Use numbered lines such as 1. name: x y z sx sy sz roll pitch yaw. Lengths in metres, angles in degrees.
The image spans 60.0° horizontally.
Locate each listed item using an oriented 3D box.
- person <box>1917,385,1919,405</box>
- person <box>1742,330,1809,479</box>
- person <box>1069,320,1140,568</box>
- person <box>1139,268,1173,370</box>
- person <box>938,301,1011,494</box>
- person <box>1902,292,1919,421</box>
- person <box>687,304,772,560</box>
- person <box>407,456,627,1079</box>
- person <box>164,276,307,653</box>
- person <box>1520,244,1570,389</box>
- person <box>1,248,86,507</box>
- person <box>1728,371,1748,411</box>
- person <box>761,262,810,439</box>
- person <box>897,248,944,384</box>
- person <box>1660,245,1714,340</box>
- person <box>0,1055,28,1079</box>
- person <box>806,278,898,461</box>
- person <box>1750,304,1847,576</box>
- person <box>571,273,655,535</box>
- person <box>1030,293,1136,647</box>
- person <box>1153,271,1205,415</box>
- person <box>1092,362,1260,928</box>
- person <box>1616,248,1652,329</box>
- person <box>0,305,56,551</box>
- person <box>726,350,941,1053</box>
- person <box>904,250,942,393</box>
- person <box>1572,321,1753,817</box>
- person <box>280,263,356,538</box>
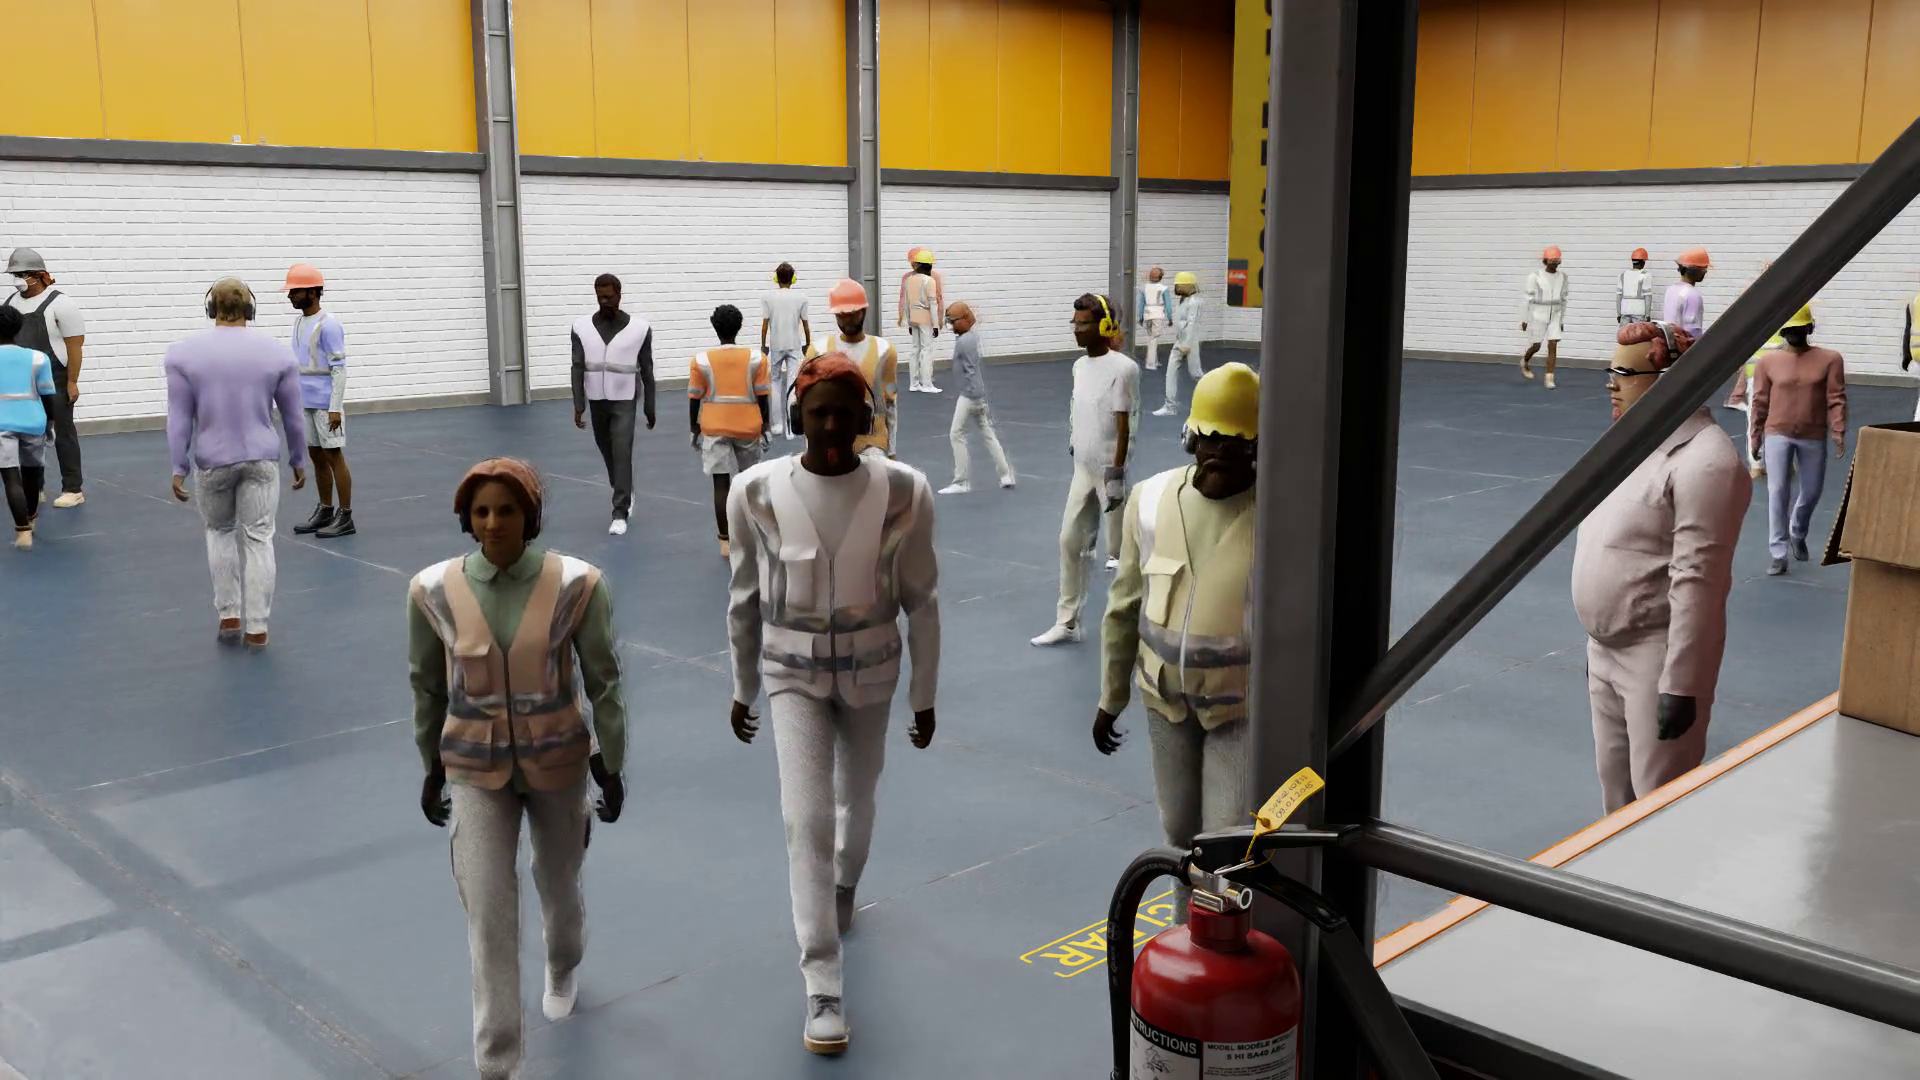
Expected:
1. person: 12.137 -2.573 20.603 0.730 1.894 0.444 -5 12 -27
2. person: 7.229 -1.454 14.772 0.638 1.790 0.833 10 14 43
3. person: 0.920 -0.637 10.731 0.500 1.633 0.280 8 13 36
4. person: 3.159 -3.516 26.459 0.535 1.609 0.690 9 14 40
5. person: 0.154 -1.179 13.788 0.617 1.604 0.554 1 10 4
6. person: 9.845 -1.833 16.715 0.531 1.827 0.660 -4 11 -19
7. person: -1.541 -0.731 11.106 0.553 1.665 0.691 -2 11 -11
8. person: -1.114 0.570 4.235 0.525 1.599 0.839 -2 11 -10
9. person: -3.735 -0.398 8.646 0.659 1.914 0.711 -4 11 -23
10. person: 8.209 -3.152 23.430 0.620 2.015 0.846 0 10 -3
11. person: -7.259 -1.268 13.059 0.689 2.000 0.539 2 11 9
12. person: 9.778 -2.428 19.942 1.044 1.844 0.638 7 13 35
13. person: -1.854 -2.014 17.678 0.546 1.835 0.833 -1 10 -7
14. person: -0.591 -3.201 23.856 0.624 1.935 0.973 5 12 26
15. person: 6.658 -1.679 15.291 0.390 2.041 0.614 0 10 -1
16. person: -0.998 0.956 1.258 0.604 1.906 1.015 5 11 23
17. person: -0.638 -0.599 9.831 0.542 1.900 0.961 -1 10 -5
18. person: 5.337 -0.668 10.620 0.554 1.735 0.724 5 11 24
19. person: -2.538 -1.027 12.252 0.584 1.873 1.003 1 10 4
20. person: 0.789 -0.368 8.702 0.824 1.847 0.509 -7 13 -34
21. person: 2.743 -2.336 19.772 0.814 1.712 0.489 -4 11 -21
22. person: 0.669 0.428 4.448 0.610 1.808 0.425 7 13 35
23. person: 10.321 -3.486 25.438 0.373 1.934 0.551 -8 13 -37
24. person: -6.538 -0.781 11.457 0.536 1.648 0.867 -10 14 -43
25. person: -0.357 0.373 4.705 0.586 1.839 1.002 -1 10 -7
26. person: -0.494 -2.957 22.579 0.369 1.925 0.594 -9 14 -41
27. person: 1.941 0.329 4.756 0.400 1.900 0.636 -1 10 -4
28. person: -4.554 -0.978 11.759 0.549 1.936 0.377 9 14 42
